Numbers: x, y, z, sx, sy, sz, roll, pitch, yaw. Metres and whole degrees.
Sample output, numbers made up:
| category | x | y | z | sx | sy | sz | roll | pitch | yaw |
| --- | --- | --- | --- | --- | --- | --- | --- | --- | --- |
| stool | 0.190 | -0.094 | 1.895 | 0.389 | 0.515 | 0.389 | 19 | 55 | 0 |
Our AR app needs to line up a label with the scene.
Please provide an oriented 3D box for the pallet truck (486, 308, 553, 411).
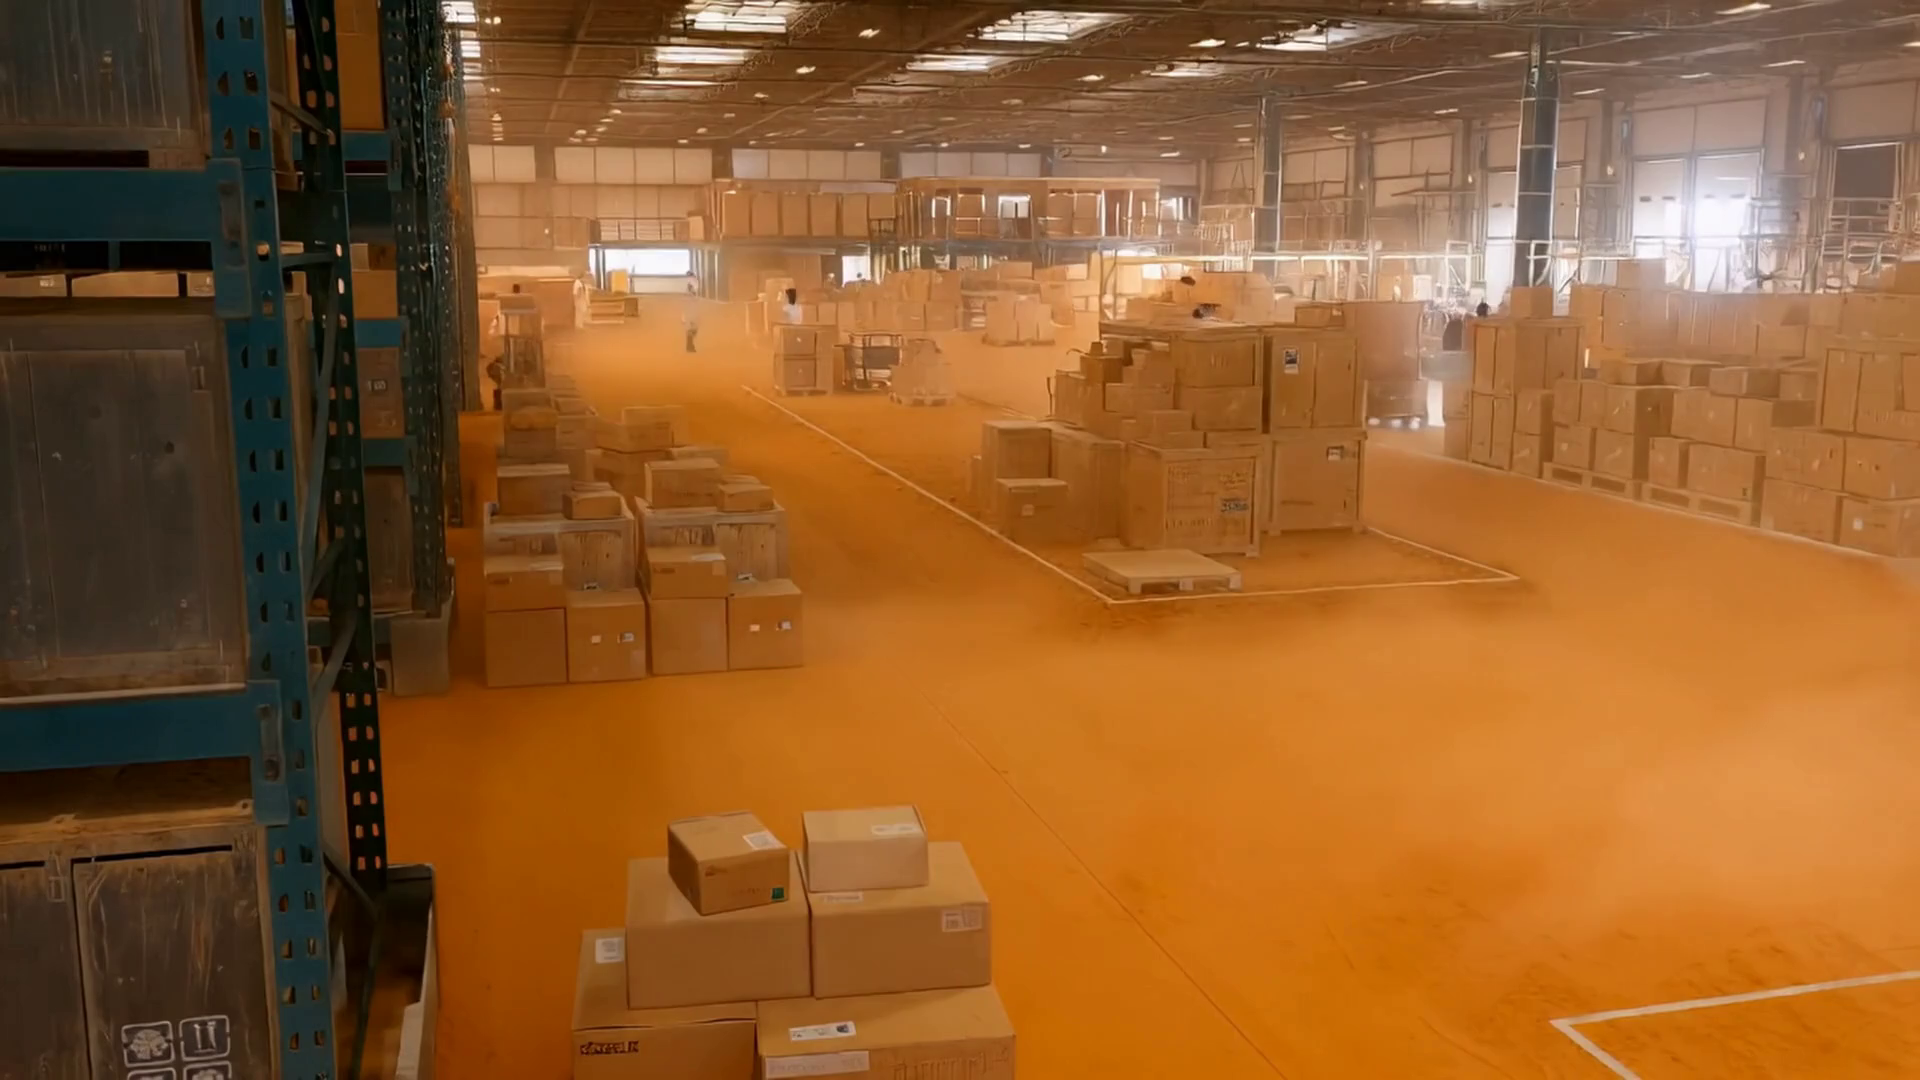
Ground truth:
| category | x | y | z | sx | sy | sz | roll | pitch | yaw |
| --- | --- | --- | --- | --- | --- | --- | --- | --- | --- |
| pallet truck | -6.242 | -2.418 | 24.362 | 0.823 | 1.965 | 1.885 | 1 | 10 | 3 |

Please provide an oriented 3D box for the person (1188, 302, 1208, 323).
| category | x | y | z | sx | sy | sz | roll | pitch | yaw |
| --- | --- | --- | --- | --- | --- | --- | --- | --- | --- |
| person | 4.174 | -3.246 | 29.347 | 0.568 | 1.890 | 0.980 | -2 | 10 | -11 |

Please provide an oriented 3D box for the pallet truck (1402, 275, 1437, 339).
| category | x | y | z | sx | sy | sz | roll | pitch | yaw |
| --- | --- | --- | --- | --- | --- | --- | --- | --- | --- |
| pallet truck | 14.620 | -7.324 | 52.145 | 0.823 | 1.965 | 1.885 | 8 | 13 | 40 |

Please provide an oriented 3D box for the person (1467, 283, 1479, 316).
| category | x | y | z | sx | sy | sz | roll | pitch | yaw |
| --- | --- | --- | --- | --- | --- | --- | --- | --- | --- |
| person | 16.158 | -7.274 | 52.641 | 0.520 | 1.716 | 0.556 | 1 | 10 | 8 |

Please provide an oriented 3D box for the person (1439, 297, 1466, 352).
| category | x | y | z | sx | sy | sz | roll | pitch | yaw |
| --- | --- | --- | --- | --- | --- | --- | --- | --- | --- |
| person | 10.044 | -4.035 | 33.958 | 0.516 | 1.846 | 0.354 | 0 | 10 | 2 |

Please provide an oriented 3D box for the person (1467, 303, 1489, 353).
| category | x | y | z | sx | sy | sz | roll | pitch | yaw |
| --- | --- | --- | --- | --- | --- | --- | --- | --- | --- |
| person | 9.047 | -3.180 | 28.986 | 0.628 | 1.888 | 0.804 | -2 | 10 | -11 |

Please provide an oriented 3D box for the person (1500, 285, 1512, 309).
| category | x | y | z | sx | sy | sz | roll | pitch | yaw |
| --- | --- | --- | --- | --- | --- | --- | --- | --- | --- |
| person | 17.480 | -7.314 | 53.063 | 0.548 | 1.642 | 0.884 | -1 | 10 | -5 |

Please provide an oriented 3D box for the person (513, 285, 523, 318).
| category | x | y | z | sx | sy | sz | roll | pitch | yaw |
| --- | --- | --- | --- | --- | --- | --- | --- | --- | --- |
| person | -14.019 | -7.229 | 52.561 | 0.848 | 1.654 | 0.536 | -1 | 10 | -8 |

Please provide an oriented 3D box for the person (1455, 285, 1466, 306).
| category | x | y | z | sx | sy | sz | roll | pitch | yaw |
| --- | --- | --- | --- | --- | --- | --- | --- | --- | --- |
| person | 14.628 | -6.627 | 48.930 | 0.852 | 1.724 | 0.548 | -4 | 11 | -24 |

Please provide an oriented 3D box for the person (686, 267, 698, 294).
| category | x | y | z | sx | sy | sz | roll | pitch | yaw |
| --- | --- | --- | --- | --- | --- | --- | --- | --- | --- |
| person | -13.184 | -12.511 | 81.917 | 0.582 | 1.866 | 0.742 | 0 | 10 | 0 |

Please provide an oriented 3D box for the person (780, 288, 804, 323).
| category | x | y | z | sx | sy | sz | roll | pitch | yaw |
| --- | --- | --- | --- | --- | --- | --- | --- | --- | --- |
| person | -3.764 | -4.663 | 37.218 | 0.624 | 1.944 | 0.609 | -8 | 13 | -37 |

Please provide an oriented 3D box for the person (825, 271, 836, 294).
| category | x | y | z | sx | sy | sz | roll | pitch | yaw |
| --- | --- | --- | --- | --- | --- | --- | --- | --- | --- |
| person | -4.455 | -8.284 | 57.497 | 0.412 | 2.035 | 0.602 | 1 | 10 | 5 |

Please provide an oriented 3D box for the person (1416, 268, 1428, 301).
| category | x | y | z | sx | sy | sz | roll | pitch | yaw |
| --- | --- | --- | --- | --- | --- | --- | --- | --- | --- |
| person | 20.697 | -11.260 | 74.645 | 0.555 | 1.920 | 0.420 | 4 | 11 | 20 |

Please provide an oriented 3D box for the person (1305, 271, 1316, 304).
| category | x | y | z | sx | sy | sz | roll | pitch | yaw |
| --- | --- | --- | --- | --- | --- | --- | --- | --- | --- |
| person | 13.332 | -9.257 | 63.300 | 0.509 | 1.921 | 0.665 | 8 | 13 | 40 |

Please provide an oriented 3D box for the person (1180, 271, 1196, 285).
| category | x | y | z | sx | sy | sz | roll | pitch | yaw |
| --- | --- | --- | --- | --- | --- | --- | --- | --- | --- |
| person | 8.919 | -9.593 | 65.226 | 0.629 | 1.927 | 0.425 | -1 | 10 | -8 |

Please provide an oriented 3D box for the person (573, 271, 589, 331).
| category | x | y | z | sx | sy | sz | roll | pitch | yaw |
| --- | --- | --- | --- | --- | --- | --- | --- | --- | --- |
| person | -12.864 | -8.109 | 56.465 | 0.536 | 2.000 | 0.688 | -3 | 10 | -17 |

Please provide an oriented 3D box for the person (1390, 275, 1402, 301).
| category | x | y | z | sx | sy | sz | roll | pitch | yaw |
| --- | --- | --- | --- | --- | --- | --- | --- | --- | --- |
| person | 14.704 | -7.985 | 56.099 | 0.370 | 1.924 | 0.586 | 1 | 10 | 8 |

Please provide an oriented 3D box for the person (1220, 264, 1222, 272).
| category | x | y | z | sx | sy | sz | roll | pitch | yaw |
| --- | --- | --- | --- | --- | --- | --- | --- | --- | --- |
| person | 13.137 | -12.809 | 83.273 | 0.424 | 1.979 | 0.620 | 7 | 12 | 35 |

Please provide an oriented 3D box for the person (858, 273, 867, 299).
| category | x | y | z | sx | sy | sz | roll | pitch | yaw |
| --- | --- | --- | --- | --- | --- | --- | --- | --- | --- |
| person | -3.681 | -9.118 | 62.720 | 0.431 | 1.851 | 0.550 | 3 | 11 | 18 |

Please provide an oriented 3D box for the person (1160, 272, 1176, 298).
| category | x | y | z | sx | sy | sz | roll | pitch | yaw |
| --- | --- | --- | --- | --- | --- | --- | --- | --- | --- |
| person | 7.796 | -9.104 | 62.471 | 0.594 | 1.911 | 0.712 | 0 | 10 | 0 |

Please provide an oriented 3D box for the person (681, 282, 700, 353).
| category | x | y | z | sx | sy | sz | roll | pitch | yaw |
| --- | --- | --- | --- | --- | --- | --- | --- | --- | --- |
| person | -7.347 | -6.059 | 45.228 | 0.554 | 1.921 | 0.653 | -6 | 12 | -31 |
